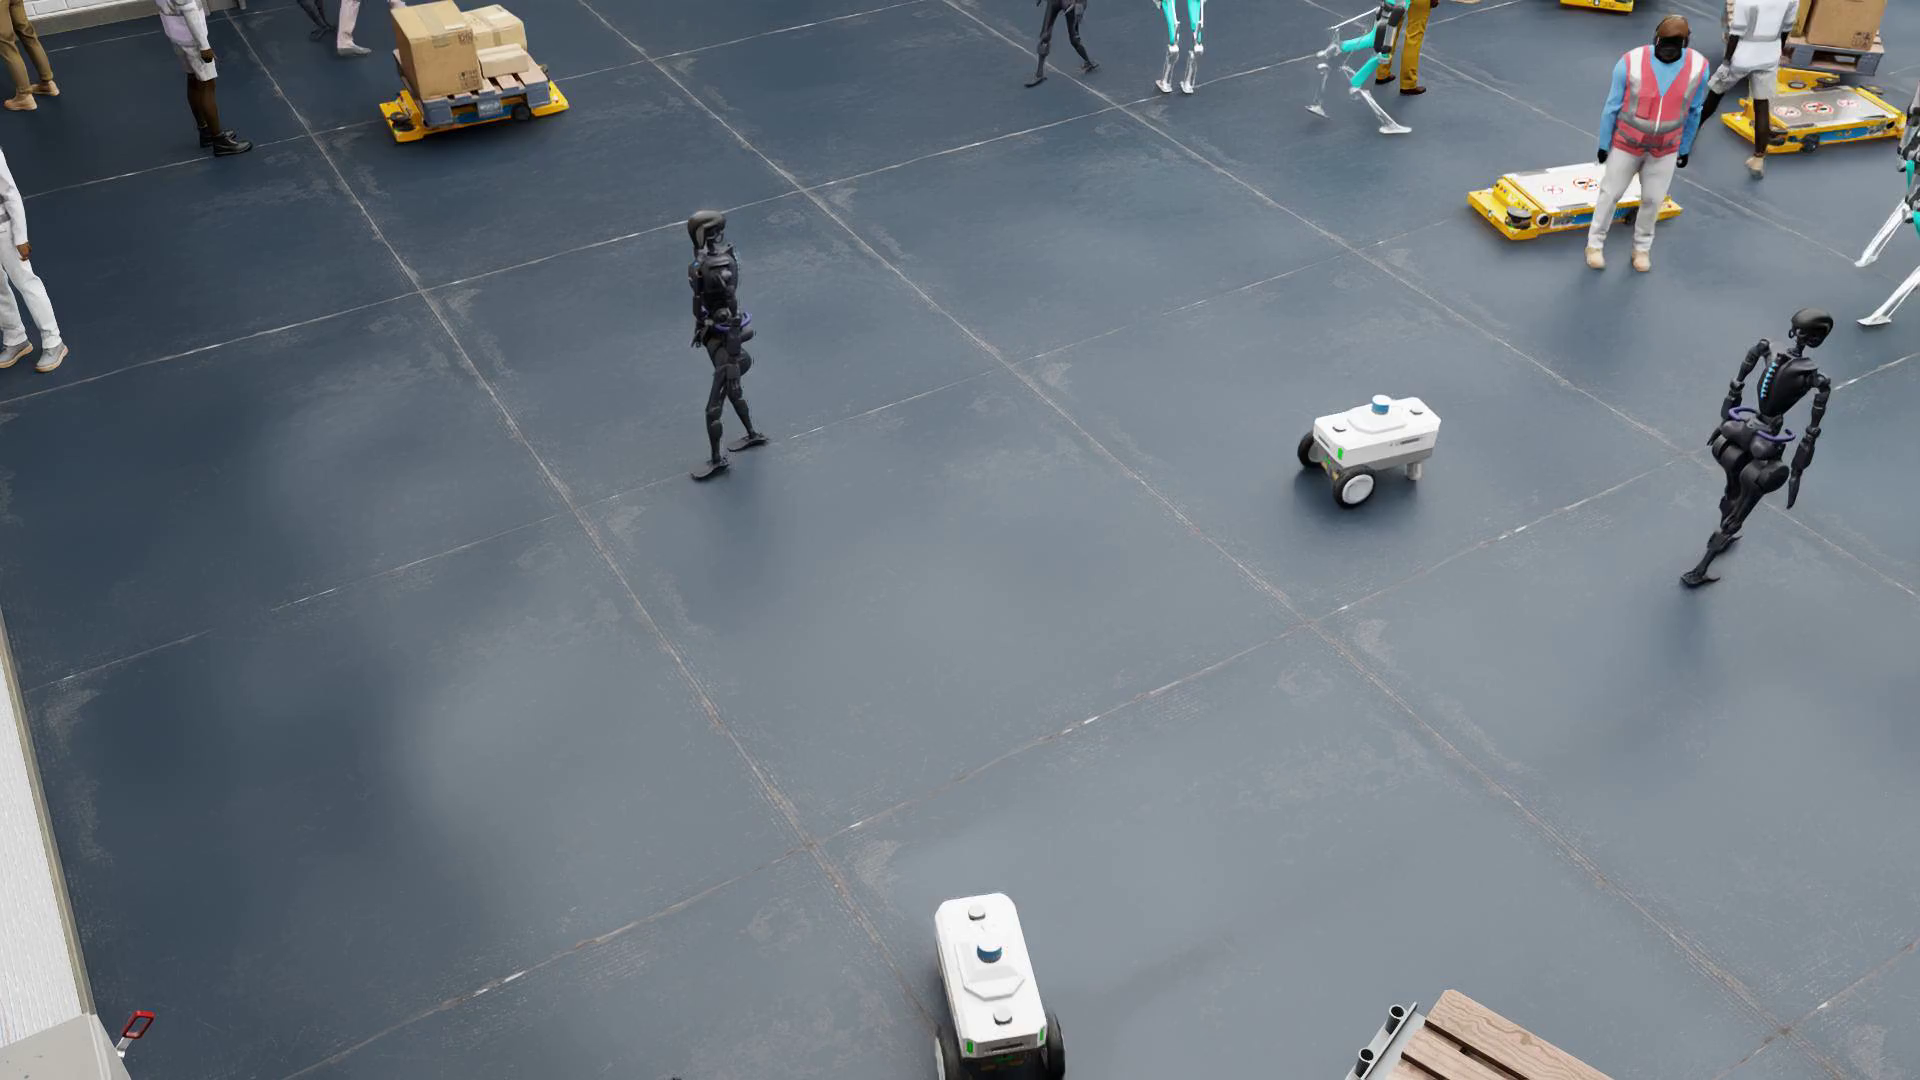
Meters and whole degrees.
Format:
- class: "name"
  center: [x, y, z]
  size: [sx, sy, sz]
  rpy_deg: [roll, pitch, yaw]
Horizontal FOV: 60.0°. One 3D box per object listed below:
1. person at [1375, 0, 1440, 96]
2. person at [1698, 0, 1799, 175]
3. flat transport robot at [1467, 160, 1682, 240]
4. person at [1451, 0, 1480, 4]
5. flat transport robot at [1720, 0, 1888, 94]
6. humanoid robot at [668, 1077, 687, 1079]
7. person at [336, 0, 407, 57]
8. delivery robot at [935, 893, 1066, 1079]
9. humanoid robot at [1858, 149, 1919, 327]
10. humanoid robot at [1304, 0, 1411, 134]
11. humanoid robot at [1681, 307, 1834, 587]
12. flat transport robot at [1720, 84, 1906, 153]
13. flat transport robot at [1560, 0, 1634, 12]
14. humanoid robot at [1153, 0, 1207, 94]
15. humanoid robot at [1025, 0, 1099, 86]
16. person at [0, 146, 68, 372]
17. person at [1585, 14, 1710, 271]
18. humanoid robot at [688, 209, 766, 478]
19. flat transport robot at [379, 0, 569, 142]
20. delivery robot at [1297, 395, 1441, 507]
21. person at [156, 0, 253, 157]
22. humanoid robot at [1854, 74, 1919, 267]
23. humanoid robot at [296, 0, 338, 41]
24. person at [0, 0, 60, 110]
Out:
- class: "person"
  center: [3.801, -4.614, 13.918]
  size: [0.342, 1.754, 0.520]
  rpy_deg: [-23, 44, -27]
- class: "person"
  center: [6.126, -3.754, 12.926]
  size: [0.548, 1.632, 0.969]
  rpy_deg: [-4, 39, -5]
- class: "flat transport robot"
  center: [4.637, -2.570, 12.535]
  size: [1.431, 0.231, 0.659]
  rpy_deg: [-10, 39, -12]
- class: "person"
  center: [4.861, -6.024, 15.593]
  size: [0.344, 1.882, 0.584]
  rpy_deg: [5, 39, 7]
- class: "flat transport robot"
  center: [7.310, -4.234, 14.634]
  size: [0.659, 0.231, 1.431]
  rpy_deg: [11, 40, 14]
- class: "humanoid robot"
  center: [-0.898, 2.330, 5.252]
  size: [0.608, 1.648, 0.477]
  rpy_deg: [11, 40, 13]
- class: "person"
  center: [-5.242, -5.184, 14.625]
  size: [0.609, 1.778, 0.939]
  rpy_deg: [26, 45, 29]
- class: "delivery robot"
  center: [0.121, 1.833, 6.749]
  size: [0.499, 0.595, 0.781]
  rpy_deg: [-7, 39, -9]
- class: "humanoid robot"
  center: [6.612, -2.182, 10.908]
  size: [1.029, 1.764, 0.534]
  rpy_deg: [-9, 39, -11]
- class: "humanoid robot"
  center: [3.170, -4.039, 13.252]
  size: [1.053, 1.764, 0.556]
  rpy_deg: [6, 39, 8]
- class: "humanoid robot"
  center: [4.239, -0.495, 8.788]
  size: [0.600, 1.637, 0.616]
  rpy_deg: [-16, 41, -19]
- class: "flat transport robot"
  center: [7.073, -3.456, 13.653]
  size: [1.431, 0.231, 0.659]
  rpy_deg: [-9, 39, -11]
- class: "flat transport robot"
  center: [6.288, -5.530, 16.270]
  size: [0.659, 0.231, 1.431]
  rpy_deg: [13, 40, 16]
- class: "humanoid robot"
  center: [1.870, -4.532, 13.783]
  size: [0.530, 1.743, 0.688]
  rpy_deg: [-4, 39, -6]
- class: "humanoid robot"
  center: [0.904, -4.668, 14.100]
  size: [0.740, 1.641, 0.589]
  rpy_deg: [-28, 46, -31]
- class: "person"
  center: [-6.102, -1.926, 10.425]
  size: [0.572, 1.882, 0.357]
  rpy_deg: [6, 39, 8]
- class: "person"
  center: [4.727, -2.733, 11.487]
  size: [0.638, 1.828, 0.430]
  rpy_deg: [7, 39, 9]
- class: "humanoid robot"
  center: [-1.430, -1.152, 9.616]
  size: [0.606, 1.640, 0.610]
  rpy_deg: [-20, 43, -23]
- class: "flat transport robot"
  center: [-4.070, -3.665, 13.916]
  size: [1.431, 0.231, 0.659]
  rpy_deg: [-17, 42, -21]
- class: "delivery robot"
  center: [2.401, -0.565, 9.789]
  size: [0.784, 0.613, 0.512]
  rpy_deg: [-13, 40, -16]
- class: "person"
  center: [-5.973, -3.948, 12.931]
  size: [0.357, 1.935, 0.551]
  rpy_deg: [-30, 47, -32]
- class: "humanoid robot"
  center: [6.900, -2.696, 11.546]
  size: [0.896, 1.778, 0.533]
  rpy_deg: [-21, 43, -24]
- class: "humanoid robot"
  center: [-5.908, -5.313, 14.862]
  size: [0.404, 1.644, 0.584]
  rpy_deg: [-25, 45, -28]
- class: "person"
  center: [-7.898, -4.443, 13.698]
  size: [0.366, 1.762, 0.526]
  rpy_deg: [7, 39, 8]
